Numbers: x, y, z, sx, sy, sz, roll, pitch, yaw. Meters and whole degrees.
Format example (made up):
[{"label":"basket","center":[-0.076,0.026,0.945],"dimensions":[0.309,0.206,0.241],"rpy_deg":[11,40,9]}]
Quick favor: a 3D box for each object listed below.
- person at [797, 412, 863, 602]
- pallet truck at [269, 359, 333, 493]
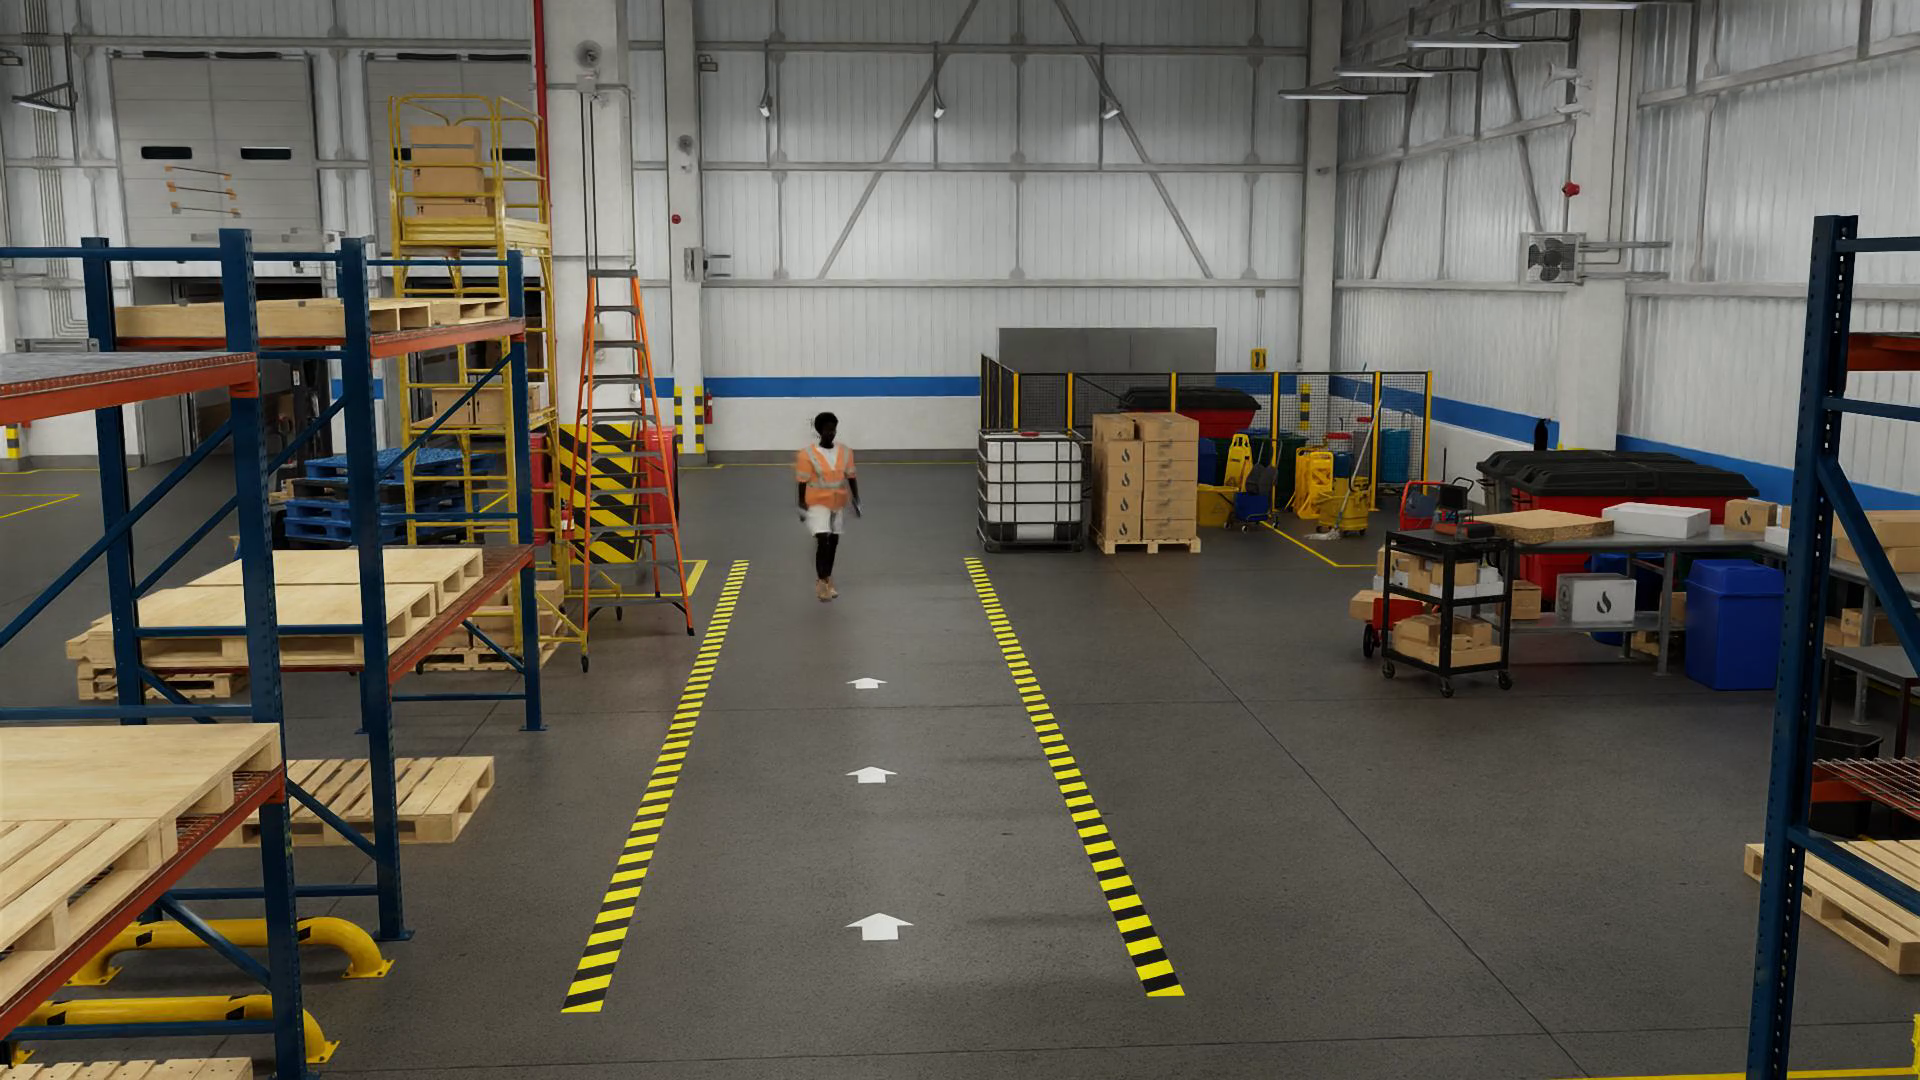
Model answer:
[{"label":"person","center":[-1.129,-0.288,14.691],"dimensions":[0.544,1.675,0.610],"rpy_deg":[-6,11,-34]},{"label":"pallet truck","center":[-7.062,-1.131,18.996],"dimensions":[1.885,1.965,0.823],"rpy_deg":[2,9,13]}]
